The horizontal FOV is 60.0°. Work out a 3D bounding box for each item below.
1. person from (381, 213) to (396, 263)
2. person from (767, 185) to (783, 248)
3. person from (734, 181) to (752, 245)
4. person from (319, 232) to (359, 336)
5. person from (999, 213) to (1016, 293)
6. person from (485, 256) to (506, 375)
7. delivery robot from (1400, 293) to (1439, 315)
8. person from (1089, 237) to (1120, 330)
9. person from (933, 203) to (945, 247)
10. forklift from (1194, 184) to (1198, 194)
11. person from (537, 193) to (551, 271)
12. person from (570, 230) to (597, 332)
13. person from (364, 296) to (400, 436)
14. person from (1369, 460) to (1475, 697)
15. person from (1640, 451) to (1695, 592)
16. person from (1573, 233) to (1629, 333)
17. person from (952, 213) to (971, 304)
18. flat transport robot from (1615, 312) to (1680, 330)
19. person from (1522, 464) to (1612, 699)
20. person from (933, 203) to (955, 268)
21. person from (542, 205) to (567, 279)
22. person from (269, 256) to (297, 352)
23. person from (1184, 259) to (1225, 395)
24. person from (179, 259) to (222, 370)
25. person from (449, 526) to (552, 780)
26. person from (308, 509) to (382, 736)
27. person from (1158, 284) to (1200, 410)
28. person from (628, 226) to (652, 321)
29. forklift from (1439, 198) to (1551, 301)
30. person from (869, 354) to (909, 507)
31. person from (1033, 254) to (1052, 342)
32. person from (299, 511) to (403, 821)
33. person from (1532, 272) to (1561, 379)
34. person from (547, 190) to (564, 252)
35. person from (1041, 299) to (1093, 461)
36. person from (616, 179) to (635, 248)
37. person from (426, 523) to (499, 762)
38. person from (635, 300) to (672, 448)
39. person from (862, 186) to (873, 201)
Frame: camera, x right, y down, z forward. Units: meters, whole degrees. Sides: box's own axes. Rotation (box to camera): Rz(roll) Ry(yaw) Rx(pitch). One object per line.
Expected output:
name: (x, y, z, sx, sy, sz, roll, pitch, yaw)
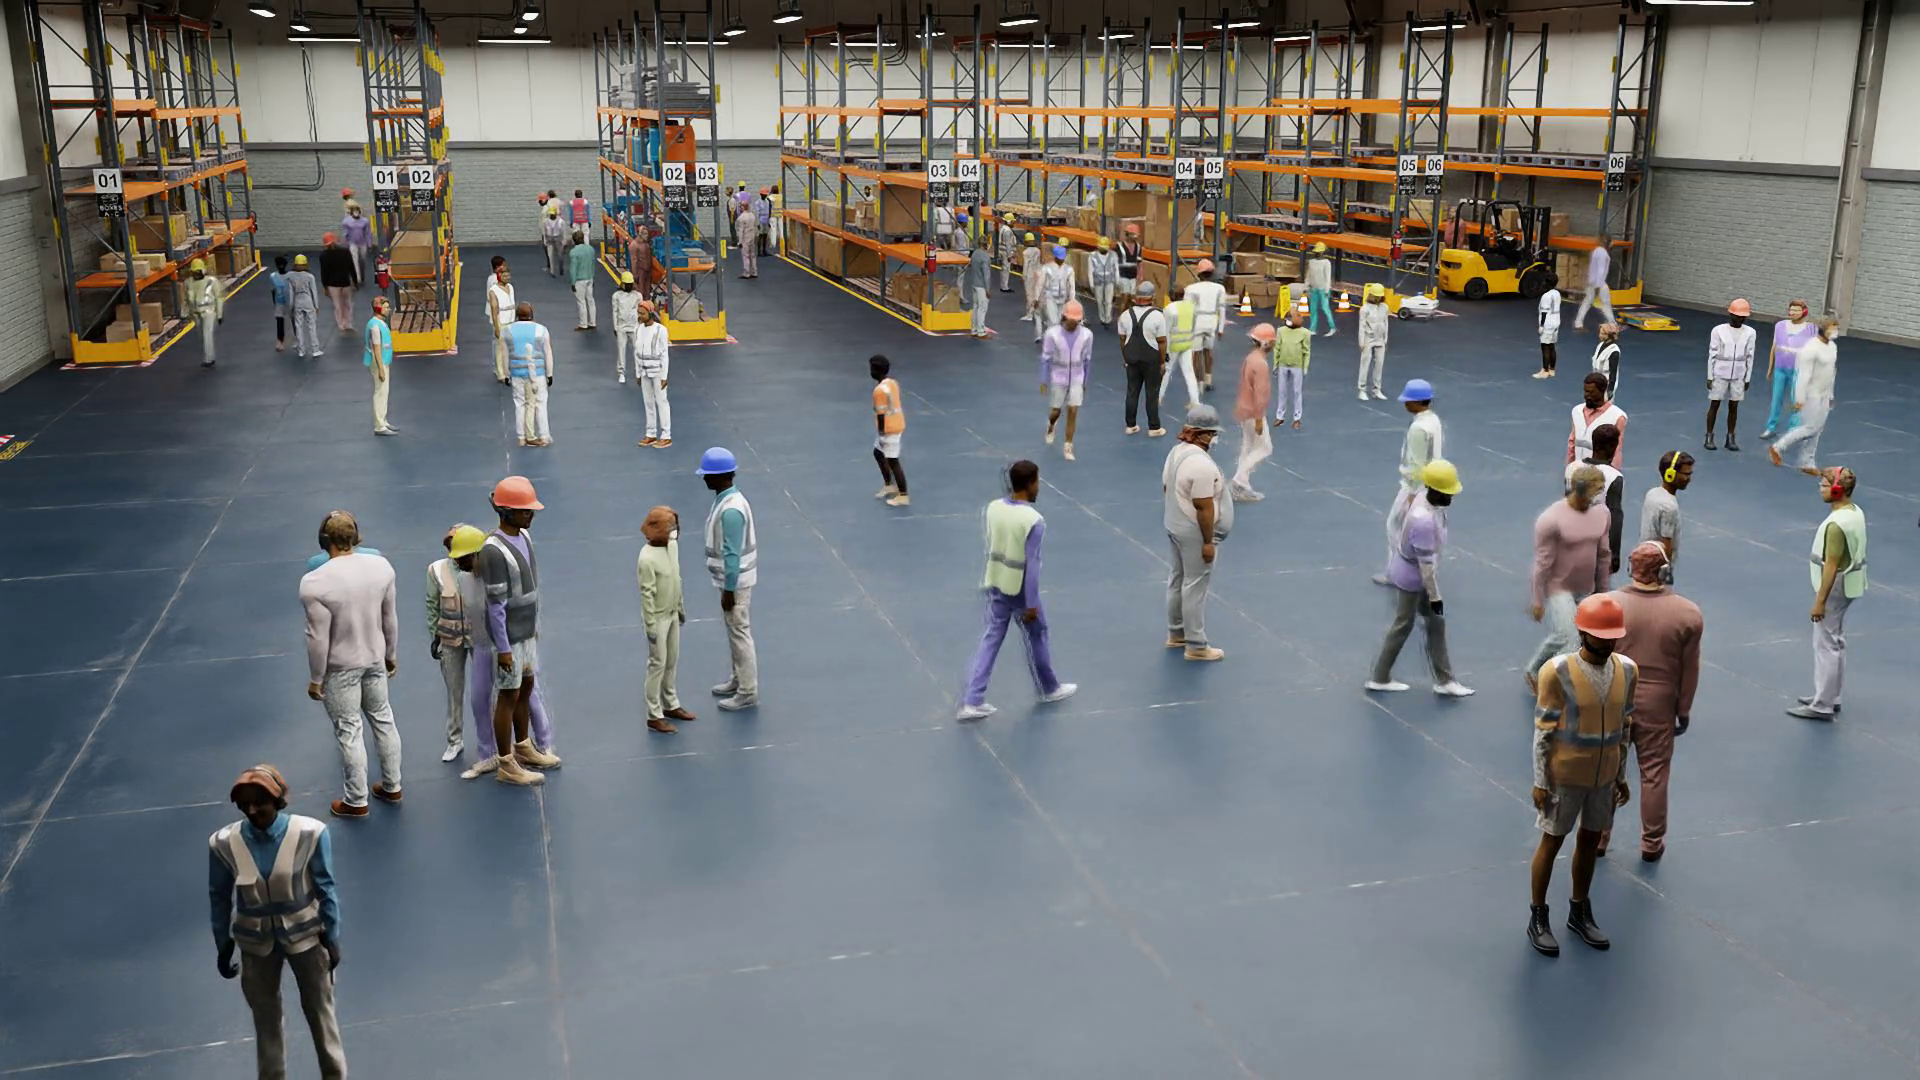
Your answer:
person: (-14.489, -7.737, 42.231, 0.423, 1.954, 0.687, -3, 15, -10)
person: (-5.510, -9.659, 49.673, 0.637, 1.838, 0.429, -11, 18, -34)
person: (-6.596, -9.944, 50.571, 0.585, 1.929, 0.377, -10, 18, -32)
person: (-11.652, -4.800, 31.185, 0.673, 1.952, 0.604, -11, 19, -37)
person: (1.088, -6.564, 38.065, 0.404, 1.823, 0.591, -2, 15, -9)
person: (-7.437, -3.614, 26.795, 0.395, 1.910, 0.579, -6, 16, -20)
delivery robot: (9.223, -4.721, 33.369, 0.707, 0.478, 0.477, 9, 17, 30)
person: (2.783, -4.942, 32.048, 0.605, 1.766, 0.887, 1, 15, 3)
person: (-0.548, -8.809, 46.867, 0.499, 1.633, 0.286, 12, 19, 39)
forklift: (7.392, -11.333, 53.972, 1.873, 2.768, 1.129, -4, 15, -15)
person: (-10.690, -7.958, 42.971, 0.387, 1.993, 0.613, -1, 15, -3)
person: (-7.199, -4.939, 31.744, 0.372, 1.930, 0.631, 8, 17, 28)
person: (-7.671, -2.299, 21.992, 0.392, 1.836, 0.561, -3, 15, -13)
person: (3.437, 0.293, 12.180, 0.827, 1.859, 0.662, 8, 17, 28)
person: (5.179, 0.253, 12.325, 0.315, 1.863, 0.534, 1, 15, 5)
person: (12.152, -4.835, 31.433, 1.018, 1.880, 0.639, 2, 15, 6)
person: (0.032, -6.099, 36.062, 0.393, 1.946, 0.617, -2, 15, -6)
flat transport robot: (13.404, -4.277, 32.424, 0.652, 0.197, 1.431, -1, 15, -2)
person: (4.322, 0.368, 11.894, 0.648, 1.898, 0.954, -7, 16, -23)
person: (-0.423, -8.104, 43.654, 0.581, 1.922, 0.457, -2, 15, -8)
person: (-10.061, -7.420, 41.322, 0.593, 1.804, 0.710, -2, 15, -6)
person: (-11.872, -4.147, 29.261, 0.548, 1.651, 0.835, -1, 15, -5)
person: (3.647, -3.213, 25.064, 0.616, 2.020, 0.561, -4, 15, -13)
person: (-12.503, -3.700, 27.332, 0.609, 1.797, 0.863, 2, 15, 7)
person: (-3.007, 0.707, 10.923, 0.529, 1.711, 0.648, 8, 17, 27)
person: (-4.205, 0.589, 11.501, 0.499, 1.633, 0.286, -8, 17, -28)
person: (3.128, -2.767, 23.839, 0.650, 1.796, 0.970, -9, 18, -32)
person: (-6.313, -5.289, 33.129, 0.401, 1.894, 0.655, 5, 16, 18)
forklift: (11.913, -6.508, 37.130, 2.313, 2.155, 1.214, -4, 15, -15)
person: (-0.790, -1.188, 18.123, 0.531, 1.661, 0.539, 3, 15, 12)
person: (1.558, -4.365, 30.170, 0.513, 1.617, 0.638, -2, 15, -7)
person: (-3.732, 0.769, 10.240, 0.352, 1.937, 0.635, 10, 18, 34)
person: (9.350, -3.404, 26.423, 0.321, 1.689, 0.530, 12, 19, 37)
person: (-11.662, -9.157, 47.822, 0.629, 1.814, 0.739, -9, 17, -29)
person: (1.308, -1.998, 20.539, 0.624, 2.007, 0.758, -2, 15, -8)
person: (-9.984, -9.735, 49.569, 0.689, 2.000, 0.539, -3, 15, -13)
person: (-3.298, 0.679, 11.150, 0.513, 1.640, 0.309, -1, 15, -6)
person: (-3.928, -2.114, 21.213, 0.576, 1.879, 0.356, 11, 18, 35)
person: (-2.699, -9.539, 49.196, 0.511, 1.859, 0.332, 10, 18, 32)
